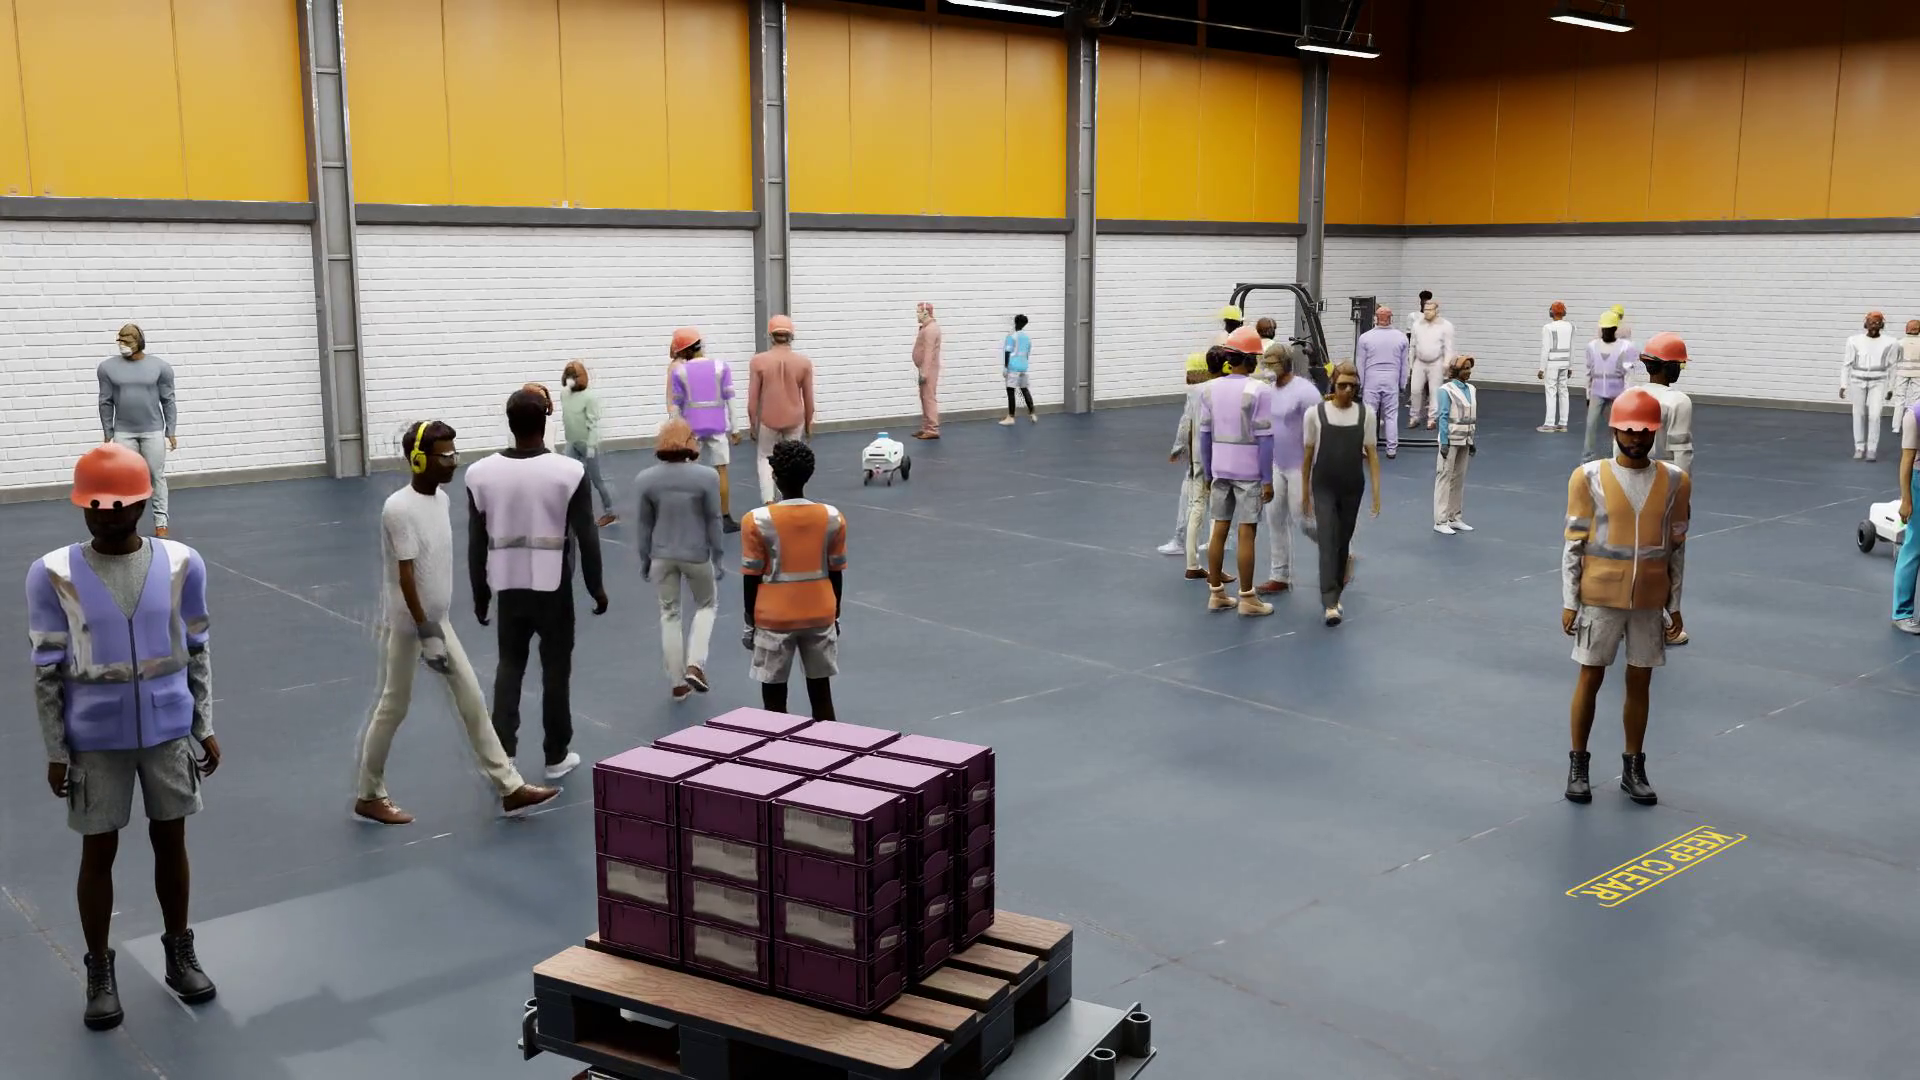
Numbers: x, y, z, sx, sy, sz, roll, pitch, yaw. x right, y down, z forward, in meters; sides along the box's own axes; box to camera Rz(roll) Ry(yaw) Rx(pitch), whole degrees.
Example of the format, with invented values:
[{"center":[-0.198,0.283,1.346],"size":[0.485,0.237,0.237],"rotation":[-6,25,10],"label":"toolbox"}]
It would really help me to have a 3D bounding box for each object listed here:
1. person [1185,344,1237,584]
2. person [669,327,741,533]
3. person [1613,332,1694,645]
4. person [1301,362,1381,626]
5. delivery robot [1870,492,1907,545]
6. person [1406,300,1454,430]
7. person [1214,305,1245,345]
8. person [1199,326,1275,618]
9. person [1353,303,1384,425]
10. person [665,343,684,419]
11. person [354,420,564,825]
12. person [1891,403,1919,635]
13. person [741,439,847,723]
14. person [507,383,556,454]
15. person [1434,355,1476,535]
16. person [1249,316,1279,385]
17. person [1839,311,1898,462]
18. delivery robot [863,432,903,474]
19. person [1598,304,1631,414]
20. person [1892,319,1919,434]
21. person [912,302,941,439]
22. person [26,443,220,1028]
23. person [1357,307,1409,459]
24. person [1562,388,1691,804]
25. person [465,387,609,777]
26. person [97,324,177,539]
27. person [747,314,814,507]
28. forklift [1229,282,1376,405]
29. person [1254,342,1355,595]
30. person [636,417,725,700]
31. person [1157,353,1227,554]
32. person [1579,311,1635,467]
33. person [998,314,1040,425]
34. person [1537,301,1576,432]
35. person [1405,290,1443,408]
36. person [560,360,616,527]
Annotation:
[{"center":[1.966,-0.585,12.913],"size":[0.327,1.861,0.500],"rotation":[-9,14,-44],"label":"person"},{"center":[-2.335,-0.995,15.232],"size":[0.627,1.888,0.440],"rotation":[-3,10,-17],"label":"person"},{"center":[4.549,-0.335,10.890],"size":[0.377,2.045,0.605],"rotation":[-4,11,-24],"label":"person"},{"center":[2.648,-0.321,11.522],"size":[0.522,1.797,0.863],"rotation":[0,10,-1],"label":"person"},{"center":[7.925,-0.160,13.944],"size":[0.477,0.478,0.707],"rotation":[1,10,9],"label":"delivery robot"},{"center":[6.862,-2.558,24.334],"size":[0.665,1.897,0.479],"rotation":[6,11,31],"label":"person"},{"center":[3.428,-2.041,21.292],"size":[0.416,1.911,0.585],"rotation":[3,10,16],"label":"person"},{"center":[1.970,-0.478,11.726],"size":[0.383,2.045,0.605],"rotation":[-9,13,-41],"label":"person"},{"center":[6.185,-2.655,25.070],"size":[0.429,1.841,0.633],"rotation":[-3,10,-20],"label":"person"},{"center":[-3.080,-1.400,18.309],"size":[0.310,1.638,0.523],"rotation":[-4,10,-22],"label":"person"},{"center":[-2.293,0.390,7.317],"size":[0.977,1.819,0.540],"rotation":[2,10,13],"label":"person"},{"center":[6.563,-0.289,11.205],"size":[0.575,1.841,0.375],"rotation":[-3,10,-16],"label":"person"},{"center":[-0.772,0.374,7.779],"size":[0.530,1.689,0.321],"rotation":[-5,11,-29],"label":"person"},{"center":[-3.049,-0.319,11.995],"size":[0.274,1.632,0.507],"rotation":[4,11,23],"label":"person"},{"center":[4.549,-0.879,15.258],"size":[0.510,1.640,0.308],"rotation":[-9,13,-41],"label":"person"},{"center":[3.547,-1.690,19.425],"size":[0.429,1.842,0.633],"rotation":[-7,12,-34],"label":"person"},{"center":[11.226,-1.891,20.580],"size":[0.587,1.847,0.873],"rotation":[6,11,31],"label":"person"},{"center":[-0.859,-0.963,18.648],"size":[0.477,0.478,0.707],"rotation":[2,10,9],"label":"delivery robot"},{"center":[10.440,-2.872,26.559],"size":[0.534,1.767,0.314],"rotation":[7,12,37],"label":"person"},{"center":[13.527,-2.316,23.678],"size":[0.515,1.639,0.314],"rotation":[7,12,34],"label":"person"},{"center":[-0.467,-2.349,23.093],"size":[0.402,1.905,0.680],"rotation":[-1,10,-5],"label":"person"},{"center":[-2.748,0.636,5.530],"size":[0.548,1.934,0.376],"rotation":[-7,12,-37],"label":"person"},{"center":[5.288,-1.964,20.859],"size":[0.639,1.900,0.401],"rotation":[1,10,4],"label":"person"},{"center":[3.072,0.265,7.689],"size":[0.551,1.936,0.357],"rotation":[1,10,7],"label":"person"},{"center":[-2.031,0.223,8.004],"size":[0.616,1.913,0.478],"rotation":[1,10,5],"label":"person"},{"center":[-7.317,-0.954,14.836],"size":[0.629,1.937,0.379],"rotation":[-3,10,-16],"label":"person"},{"center":[-1.704,-1.150,15.824],"size":[0.644,1.979,0.426],"rotation":[-2,10,-13],"label":"person"},{"center":[4.328,-2.346,22.227],"size":[2.313,2.155,1.214],"rotation":[3,10,16],"label":"forklift"},{"center":[2.557,-0.529,12.463],"size":[0.705,1.914,0.655],"rotation":[-5,11,-28],"label":"person"},{"center":[-1.593,0.108,9.514],"size":[0.512,1.614,0.359],"rotation":[1,10,4],"label":"person"},{"center":[1.969,-0.728,14.167],"size":[0.795,1.715,0.501],"rotation":[-2,10,-12],"label":"person"},{"center":[7.442,-1.680,19.197],"size":[0.599,1.888,0.890],"rotation":[8,12,39],"label":"person"},{"center":[0.913,-2.553,24.986],"size":[0.407,1.662,0.649],"rotation":[8,13,40],"label":"person"},{"center":[8.593,-2.490,23.967],"size":[0.583,1.884,0.337],"rotation":[-4,10,-22],"label":"person"},{"center":[7.741,-3.189,27.822],"size":[0.606,1.967,0.367],"rotation":[4,10,22],"label":"person"},{"center":[-3.495,-0.859,15.292],"size":[0.513,1.581,0.888],"rotation":[7,12,34],"label":"person"}]
